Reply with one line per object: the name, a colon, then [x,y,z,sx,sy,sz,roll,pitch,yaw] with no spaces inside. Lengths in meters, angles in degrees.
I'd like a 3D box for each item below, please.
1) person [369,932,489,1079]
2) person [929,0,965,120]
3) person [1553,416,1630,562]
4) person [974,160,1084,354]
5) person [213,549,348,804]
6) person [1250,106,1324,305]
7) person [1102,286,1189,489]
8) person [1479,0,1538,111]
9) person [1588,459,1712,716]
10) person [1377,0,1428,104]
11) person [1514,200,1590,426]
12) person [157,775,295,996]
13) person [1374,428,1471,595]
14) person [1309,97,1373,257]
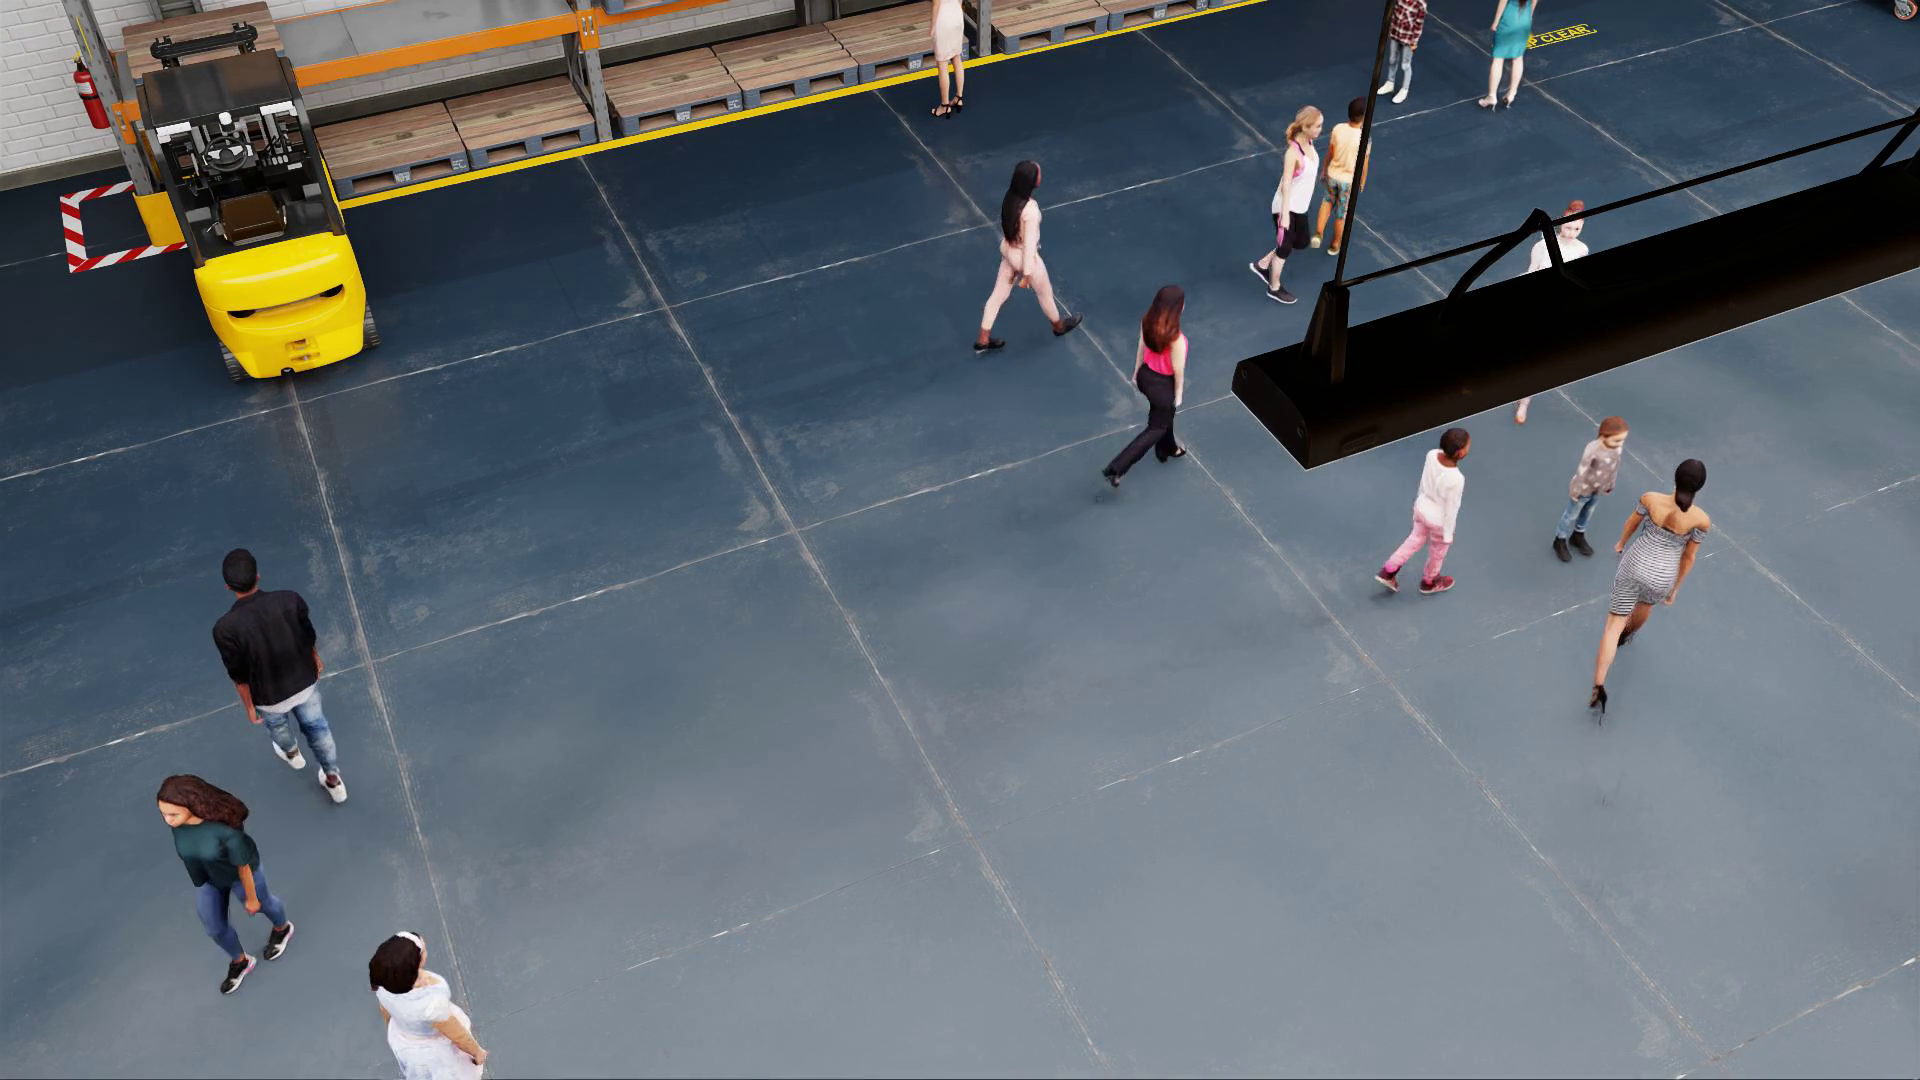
person: [-2.569,2.506,7.903,0.867,1.791,0.947,23,48,23]
person: [-0.108,-4.821,15.566,0.691,1.830,0.553,33,53,30]
person: [4.311,-0.385,11.372,0.434,1.193,0.562,-13,45,-13]
person: [0.384,-2.133,12.862,1.126,1.669,0.624,-18,47,-18]
person: [-3.898,0.871,9.630,0.951,1.777,0.894,-29,51,-27]
person: [2.575,-2.711,13.392,0.847,1.774,0.781,23,48,23]
person: [1.340,-1.047,11.750,1.065,1.630,0.652,-21,48,-21]
person: [5.253,-4.893,15.749,0.485,1.682,0.642,-12,45,-12]
person: [4.182,0.307,10.223,1.031,1.777,1.180,21,48,21]
person: [4.288,-4.874,16.004,0.547,1.304,0.561,-27,50,-26]
person: [4.329,-1.779,12.429,1.084,1.754,1.087,10,45,11]
person: [-3.845,1.713,8.875,0.812,1.599,0.856,7,44,8]
person: [3.078,-0.171,10.966,0.836,1.443,0.601,-14,45,-14]
person: [3.178,-3.005,13.933,0.703,1.454,0.774,25,49,24]
